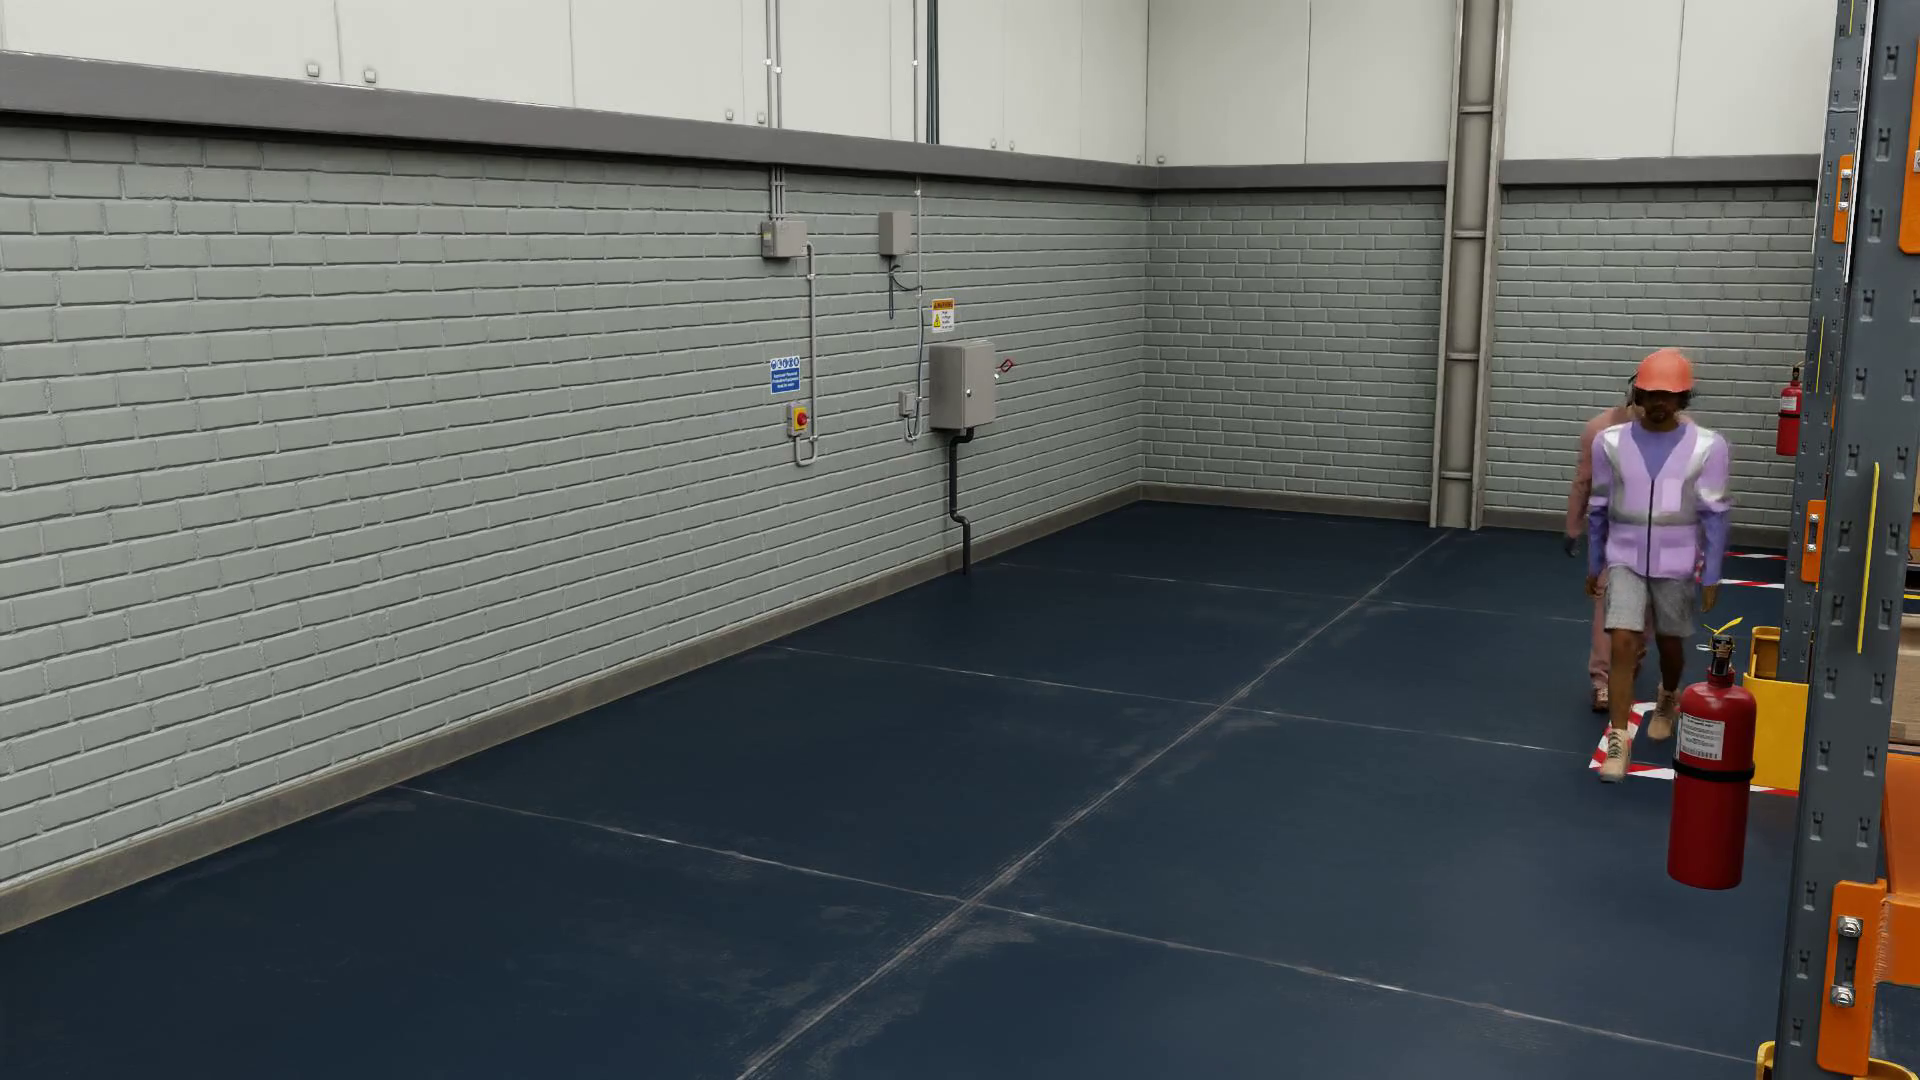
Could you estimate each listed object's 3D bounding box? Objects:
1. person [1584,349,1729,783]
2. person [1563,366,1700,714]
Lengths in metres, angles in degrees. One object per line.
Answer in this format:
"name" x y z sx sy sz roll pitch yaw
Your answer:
"person" 3.304 0.083 7.923 0.619 2.002 1.019 5 12 27
"person" 3.638 -0.037 9.011 0.683 1.850 0.990 4 11 22
